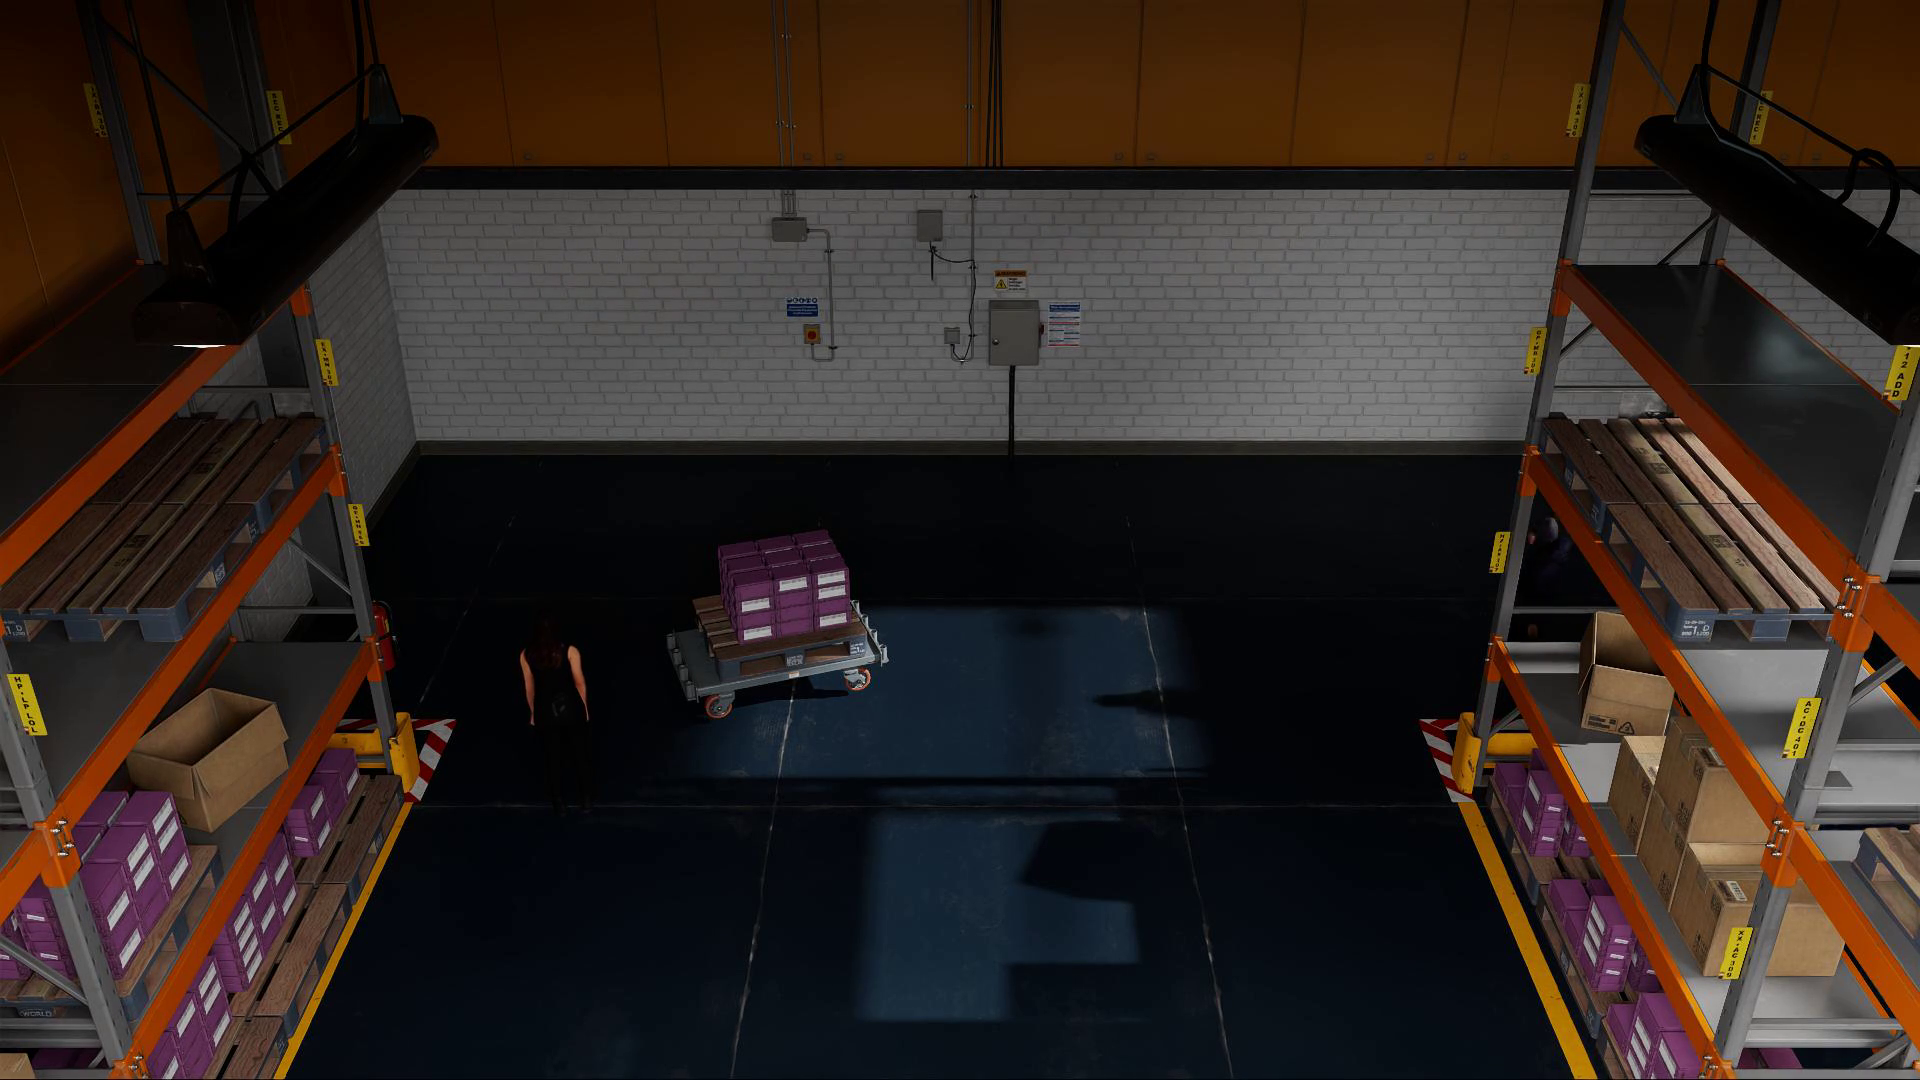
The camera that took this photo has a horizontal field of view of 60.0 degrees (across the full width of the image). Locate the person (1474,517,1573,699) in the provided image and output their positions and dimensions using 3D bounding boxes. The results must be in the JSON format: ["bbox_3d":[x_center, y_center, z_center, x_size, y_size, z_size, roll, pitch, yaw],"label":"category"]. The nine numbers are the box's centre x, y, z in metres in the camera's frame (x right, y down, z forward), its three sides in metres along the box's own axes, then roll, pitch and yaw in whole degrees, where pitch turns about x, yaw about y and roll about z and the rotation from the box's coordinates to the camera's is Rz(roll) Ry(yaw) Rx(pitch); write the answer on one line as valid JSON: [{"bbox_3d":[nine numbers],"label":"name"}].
[{"bbox_3d":[4.577,0.589,13.027,0.898,1.663,0.843,14,31,23],"label":"person"}]

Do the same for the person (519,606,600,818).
[{"bbox_3d":[-2.854,1.228,11.830,0.603,1.688,0.585,-3,29,-6],"label":"person"}]
